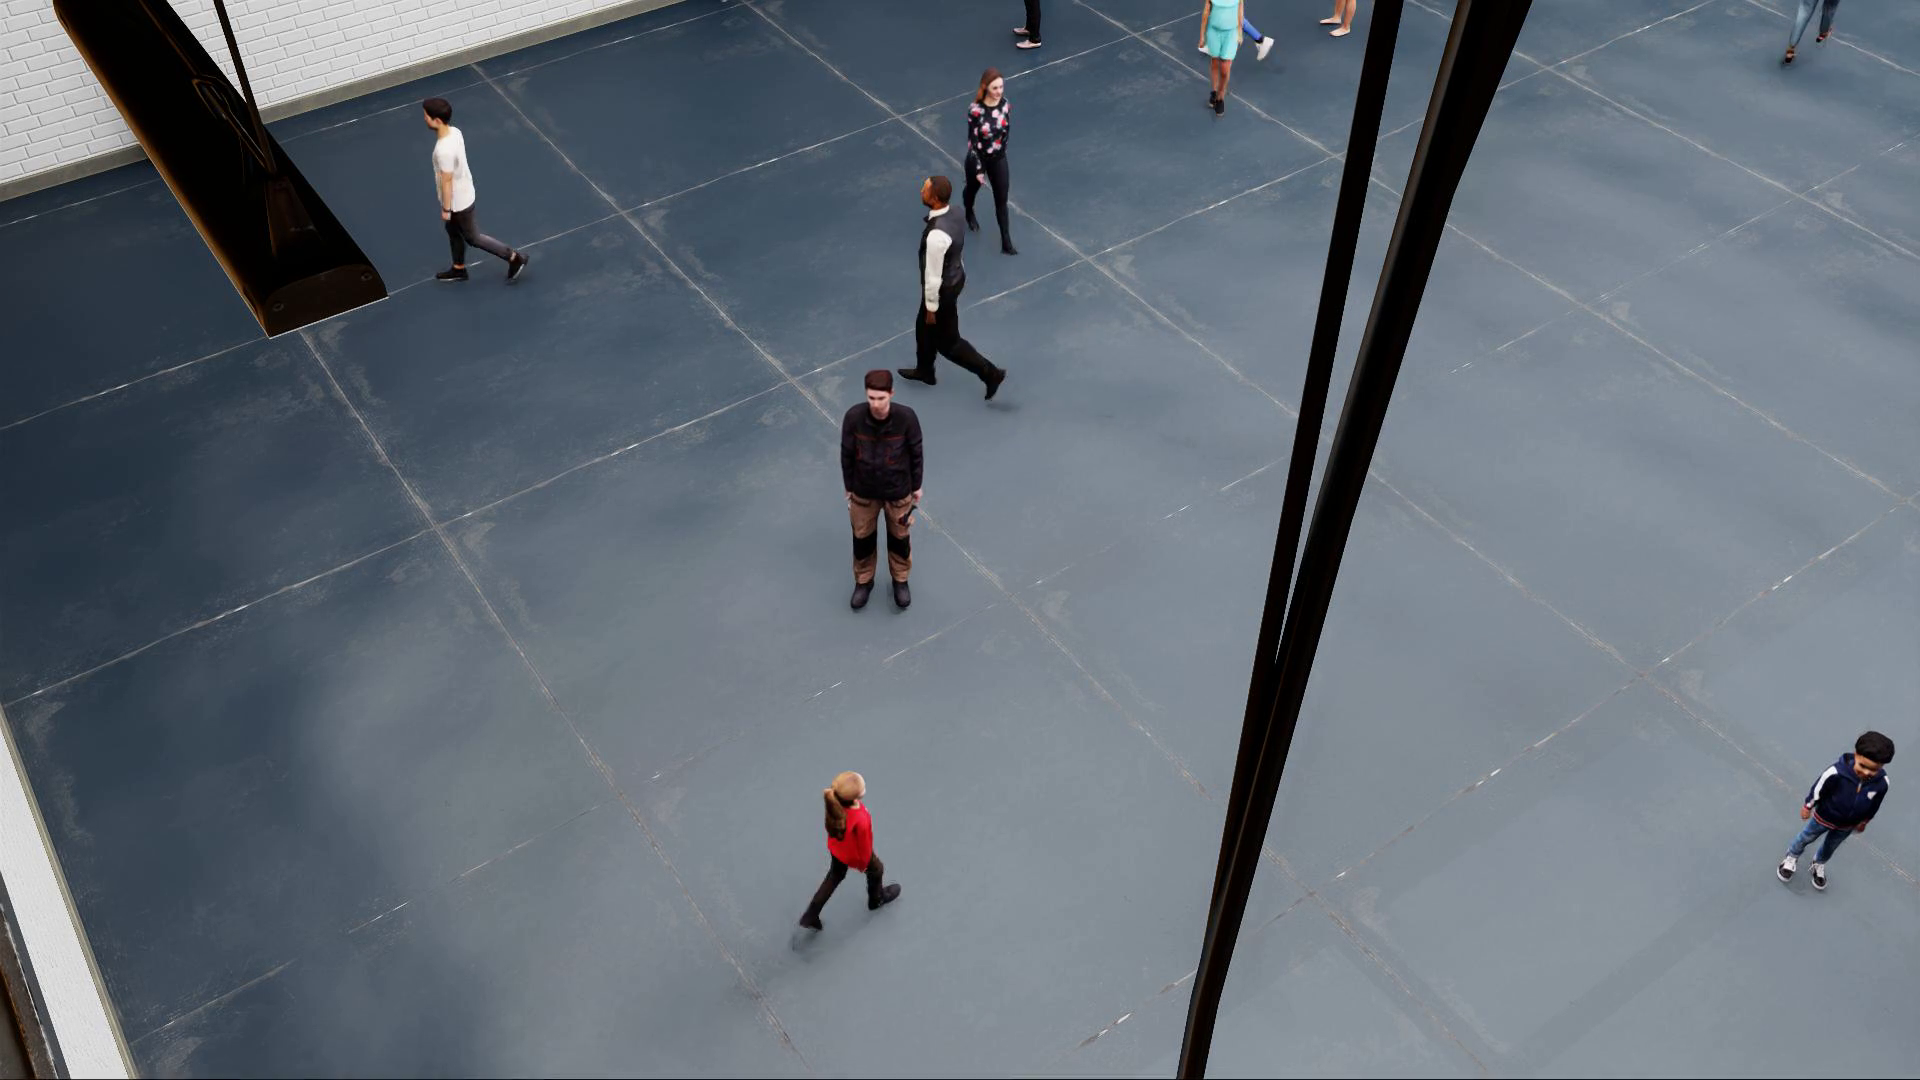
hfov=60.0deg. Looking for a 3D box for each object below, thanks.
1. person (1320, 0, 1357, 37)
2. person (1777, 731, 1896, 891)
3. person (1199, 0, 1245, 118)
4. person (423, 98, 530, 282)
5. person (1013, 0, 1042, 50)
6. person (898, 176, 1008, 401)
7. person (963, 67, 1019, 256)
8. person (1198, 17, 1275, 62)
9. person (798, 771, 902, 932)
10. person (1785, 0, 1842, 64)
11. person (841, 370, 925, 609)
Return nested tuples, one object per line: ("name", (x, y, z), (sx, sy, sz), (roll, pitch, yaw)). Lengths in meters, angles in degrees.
("person", (4.022, -6.015, 17.120), (0.665, 1.604, 0.644), (-9, 44, -9))
("person", (5.020, 1.532, 9.476), (0.593, 1.221, 0.629), (13, 45, 13))
("person", (2.538, -4.909, 16.003), (0.752, 1.544, 0.820), (12, 45, 12))
("person", (-4.061, -2.838, 13.718), (1.140, 1.698, 0.924), (-6, 44, -7))
("person", (0.741, -5.811, 16.911), (0.832, 1.598, 0.794), (-1, 44, -1))
("person", (-0.046, -1.864, 12.555), (1.191, 1.891, 1.204), (13, 45, 13))
("person", (0.180, -3.285, 14.238), (1.070, 1.628, 0.792), (-16, 46, -17))
("person", (2.824, -5.573, 16.551), (1.030, 1.749, 1.072), (17, 46, 18))
("person", (-0.652, 1.735, 9.234), (0.899, 1.262, 0.575), (-34, 53, -30))
("person", (8.629, -5.555, 16.612), (0.802, 1.639, 1.145), (32, 52, 29))
("person", (-0.509, -0.347, 10.939), (0.756, 1.925, 0.852), (0, 44, 0))
